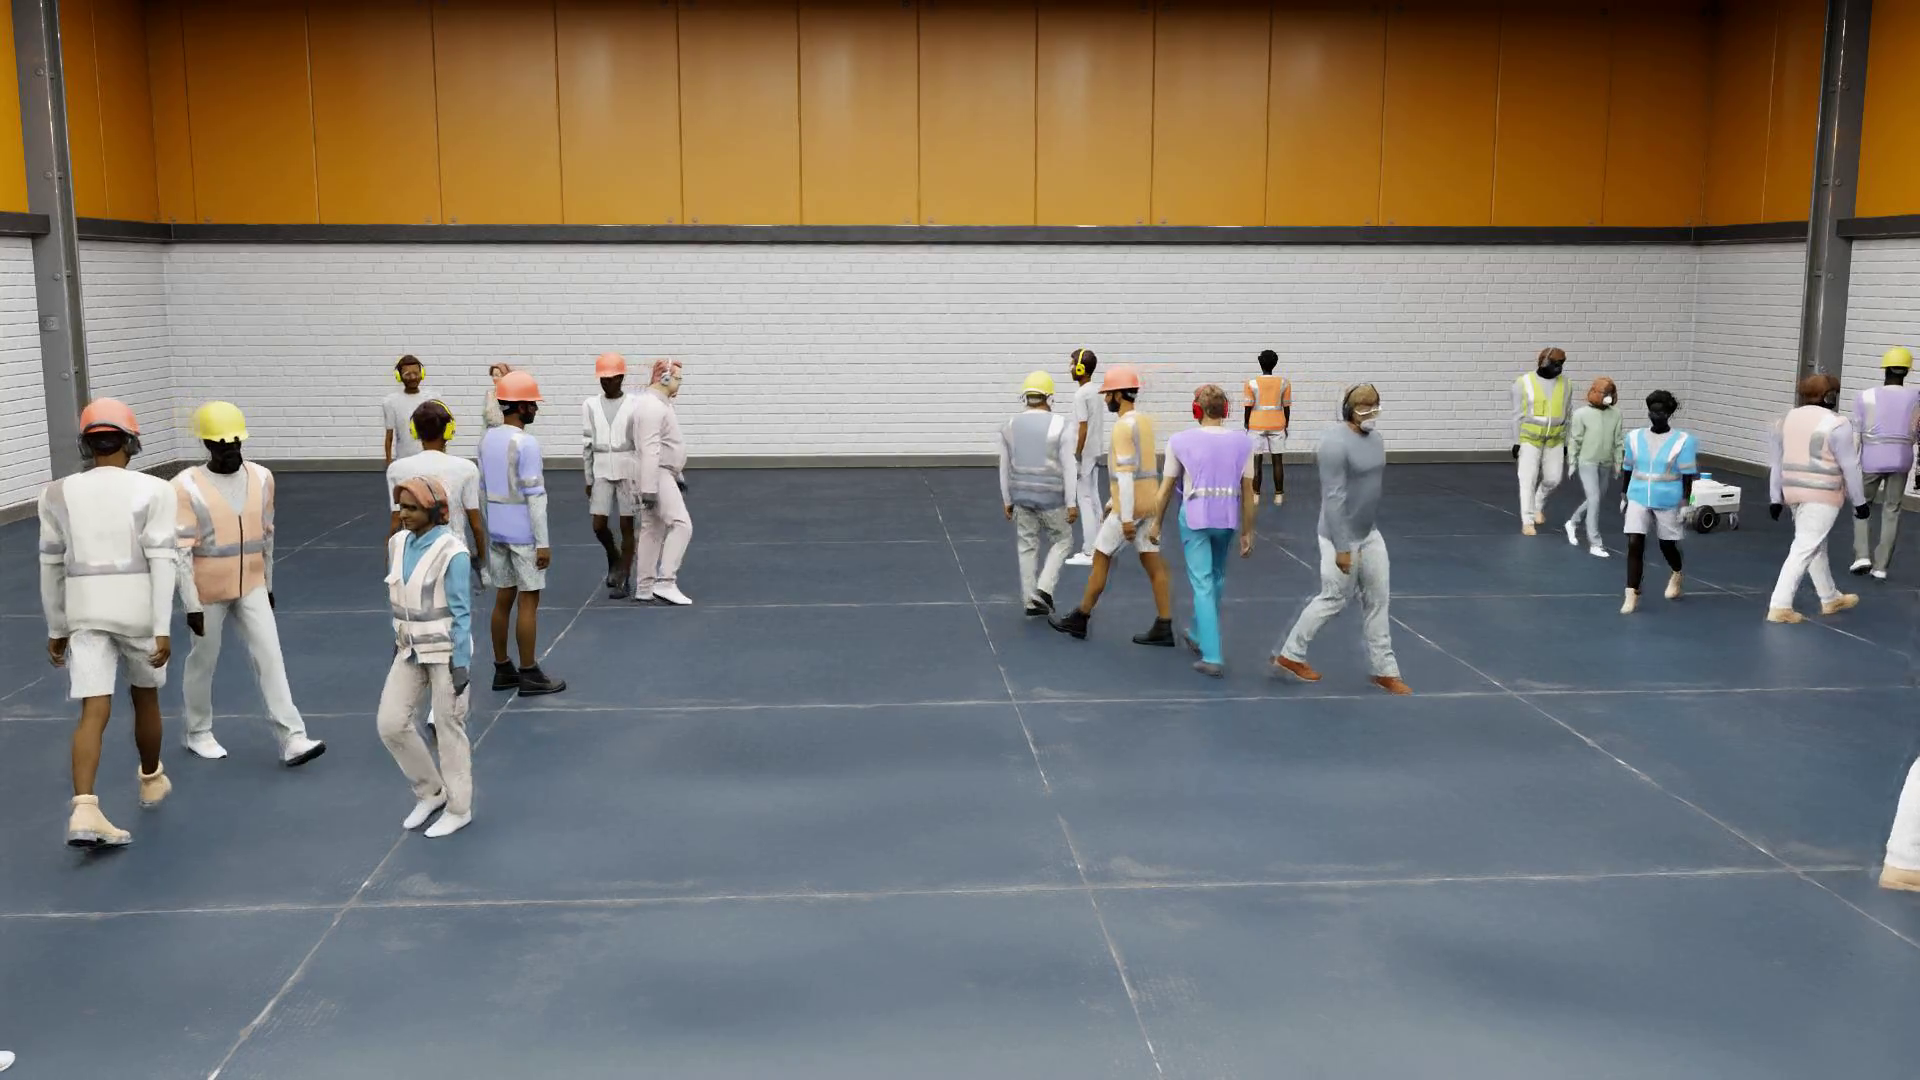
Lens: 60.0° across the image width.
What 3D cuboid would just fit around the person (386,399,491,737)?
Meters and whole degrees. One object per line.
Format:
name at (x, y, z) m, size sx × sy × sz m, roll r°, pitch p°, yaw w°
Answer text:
person at (-2.872, 0.142, 9.141) m, size 0.508 × 1.833 × 0.946 m, roll 0°, pitch 9°, yaw -3°

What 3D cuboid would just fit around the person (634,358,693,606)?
person at (-2.233, -0.441, 12.637) m, size 0.569 × 1.877 × 0.647 m, roll -2°, pitch 9°, yaw -13°

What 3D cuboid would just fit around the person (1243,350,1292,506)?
person at (3.322, -1.210, 18.031) m, size 0.538 × 1.695 × 0.319 m, roll 0°, pitch 9°, yaw -3°

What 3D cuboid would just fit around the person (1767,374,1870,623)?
person at (6.222, -0.298, 12.026) m, size 0.932 × 1.798 × 0.632 m, roll -2°, pitch 9°, yaw -13°

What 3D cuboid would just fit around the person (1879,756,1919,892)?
person at (4.161, 0.563, 6.571) m, size 0.890 × 1.804 × 0.636 m, roll 4°, pitch 10°, yaw 23°

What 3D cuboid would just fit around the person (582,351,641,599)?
person at (-2.659, -0.506, 12.894) m, size 0.549 × 1.921 × 0.446 m, roll 1°, pitch 9°, yaw 6°

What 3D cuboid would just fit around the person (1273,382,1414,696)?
person at (2.300, -0.010, 9.997) m, size 0.862 × 1.905 × 0.656 m, roll 8°, pitch 12°, yaw 43°

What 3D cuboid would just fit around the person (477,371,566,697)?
person at (-2.620, -0.040, 9.936) m, size 0.551 × 1.934 × 0.373 m, roll 7°, pitch 12°, yaw 39°

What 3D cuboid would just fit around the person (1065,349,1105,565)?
person at (1.085, -0.713, 14.379) m, size 0.315 × 1.869 × 0.531 m, roll 4°, pitch 10°, yaw 25°

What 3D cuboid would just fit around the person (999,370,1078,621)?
person at (0.572, -0.310, 11.993) m, size 0.627 × 1.816 × 0.425 m, roll 5°, pitch 10°, yaw 27°

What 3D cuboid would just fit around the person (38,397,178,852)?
person at (-3.812, 0.358, 7.420) m, size 0.621 × 1.964 × 1.107 m, roll -2°, pitch 9°, yaw -10°

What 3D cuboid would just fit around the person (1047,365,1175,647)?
person at (1.059, -0.234, 11.288) m, size 0.981 × 1.883 × 0.546 m, roll 6°, pitch 11°, yaw 31°

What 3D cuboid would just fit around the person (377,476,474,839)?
person at (-2.348, 0.525, 7.346) m, size 0.551 × 1.619 × 0.392 m, roll 6°, pitch 11°, yaw 32°

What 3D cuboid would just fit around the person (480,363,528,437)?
person at (-4.560, -0.950, 16.606) m, size 0.512 × 1.625 × 0.489 m, roll 5°, pitch 10°, yaw 30°

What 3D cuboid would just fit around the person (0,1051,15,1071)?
person at (-3.260, 0.740, 5.120) m, size 0.598 × 1.911 × 0.385 m, roll 8°, pitch 12°, yaw 41°

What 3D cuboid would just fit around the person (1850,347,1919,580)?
person at (7.625, -0.631, 13.715) m, size 0.629 × 1.907 × 0.553 m, roll 3°, pitch 10°, yaw 20°

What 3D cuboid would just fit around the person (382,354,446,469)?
person at (-4.577, -0.639, 13.997) m, size 0.535 × 1.841 × 0.582 m, roll -6°, pitch 11°, yaw -34°

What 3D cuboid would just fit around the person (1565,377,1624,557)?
person at (5.722, -0.685, 15.059) m, size 0.503 × 1.602 × 0.768 m, roll -2°, pitch 9°, yaw -14°

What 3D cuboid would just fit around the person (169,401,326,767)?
person at (-3.658, 0.237, 8.399) m, size 1.005 × 1.864 × 0.600 m, roll 7°, pitch 11°, yaw 36°

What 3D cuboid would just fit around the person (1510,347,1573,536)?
person at (5.619, -0.960, 16.114) m, size 0.616 × 1.818 × 0.539 m, roll 0°, pitch 9°, yaw 0°

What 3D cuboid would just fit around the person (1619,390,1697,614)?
person at (5.231, -0.298, 12.429) m, size 0.538 × 1.676 × 0.758 m, roll 7°, pitch 12°, yaw 39°

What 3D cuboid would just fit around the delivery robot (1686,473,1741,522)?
delivery robot at (7.316, -0.418, 16.340) m, size 0.707 × 0.478 × 0.477 m, roll -5°, pitch 10°, yaw -26°

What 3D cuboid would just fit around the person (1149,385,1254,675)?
person at (1.541, -0.086, 10.647) m, size 0.592 × 1.802 × 0.956 m, roll -2°, pitch 9°, yaw -15°
